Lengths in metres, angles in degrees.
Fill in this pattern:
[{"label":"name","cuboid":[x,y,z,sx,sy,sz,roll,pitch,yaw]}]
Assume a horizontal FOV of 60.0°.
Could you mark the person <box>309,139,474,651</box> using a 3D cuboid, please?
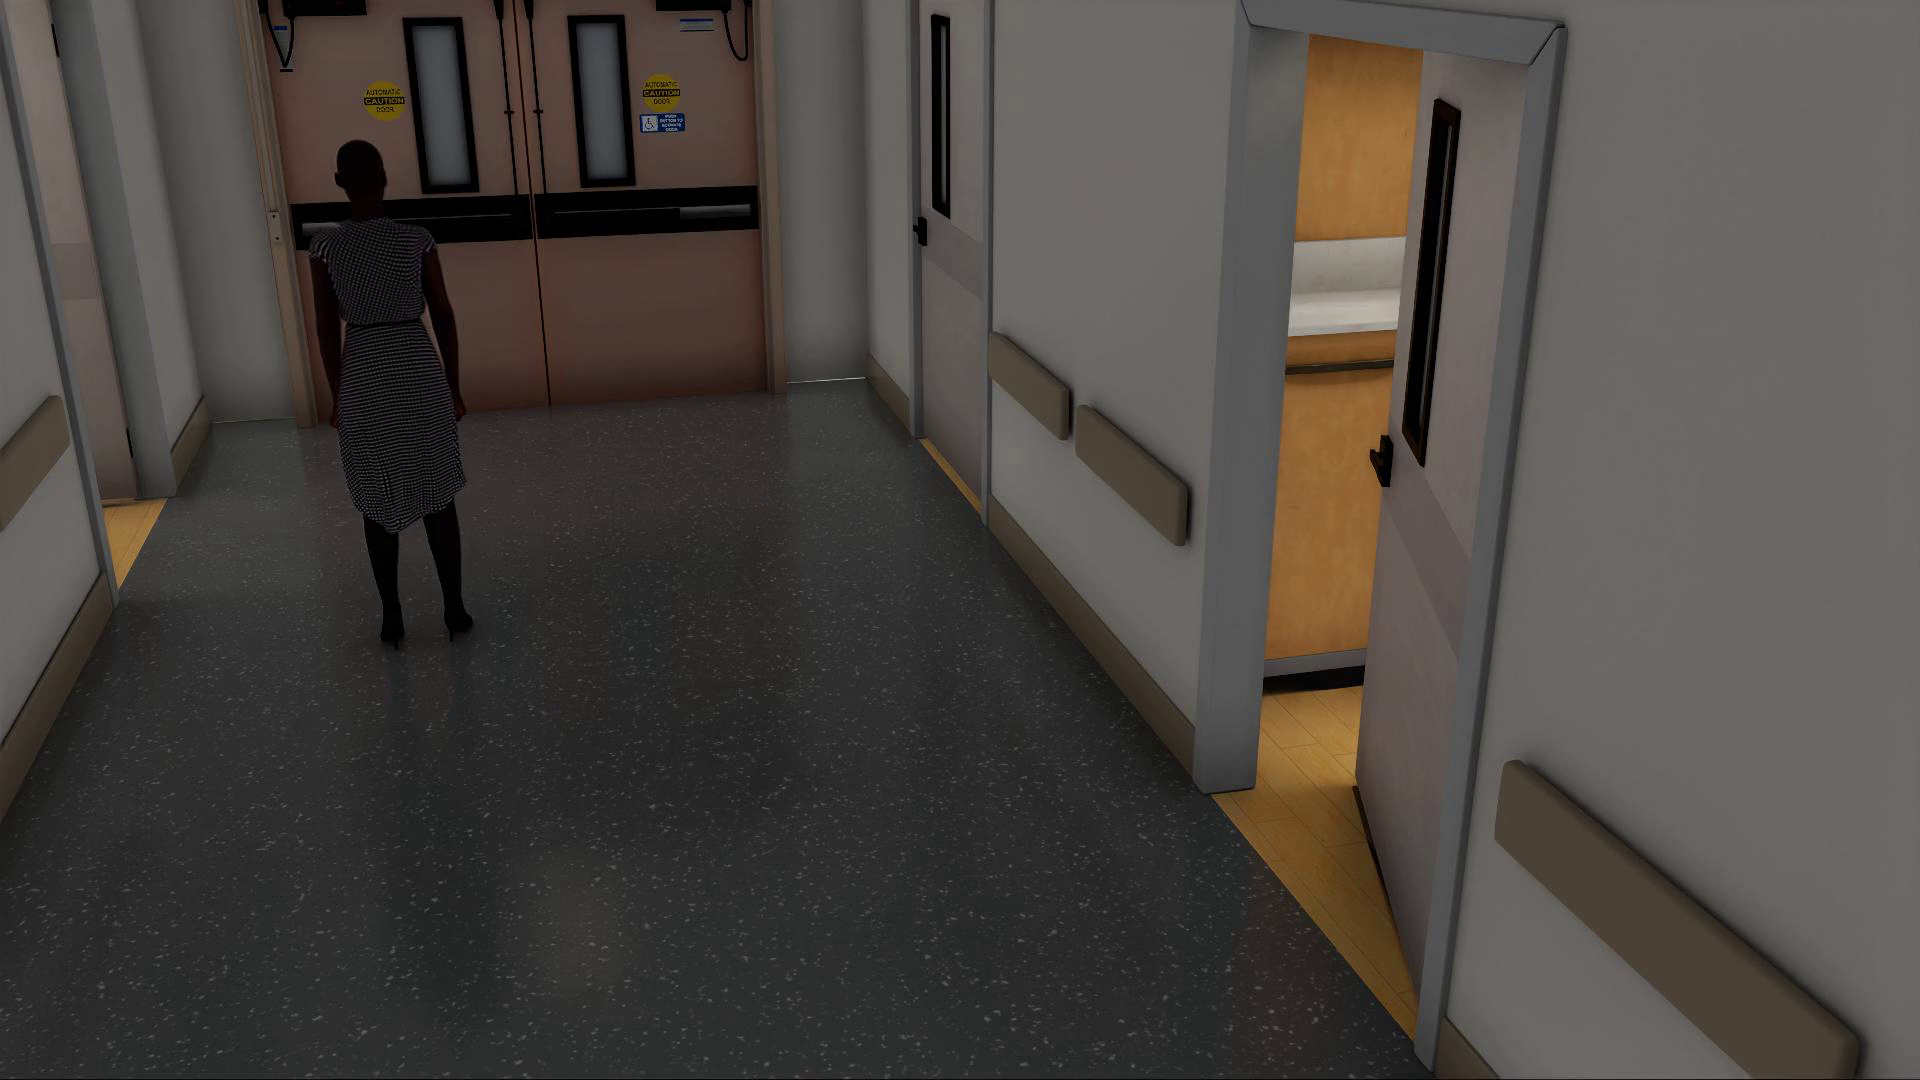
[{"label":"person","cuboid":[-1.966,-0.481,5.779,0.601,1.789,0.502,-6,21,-15]}]
